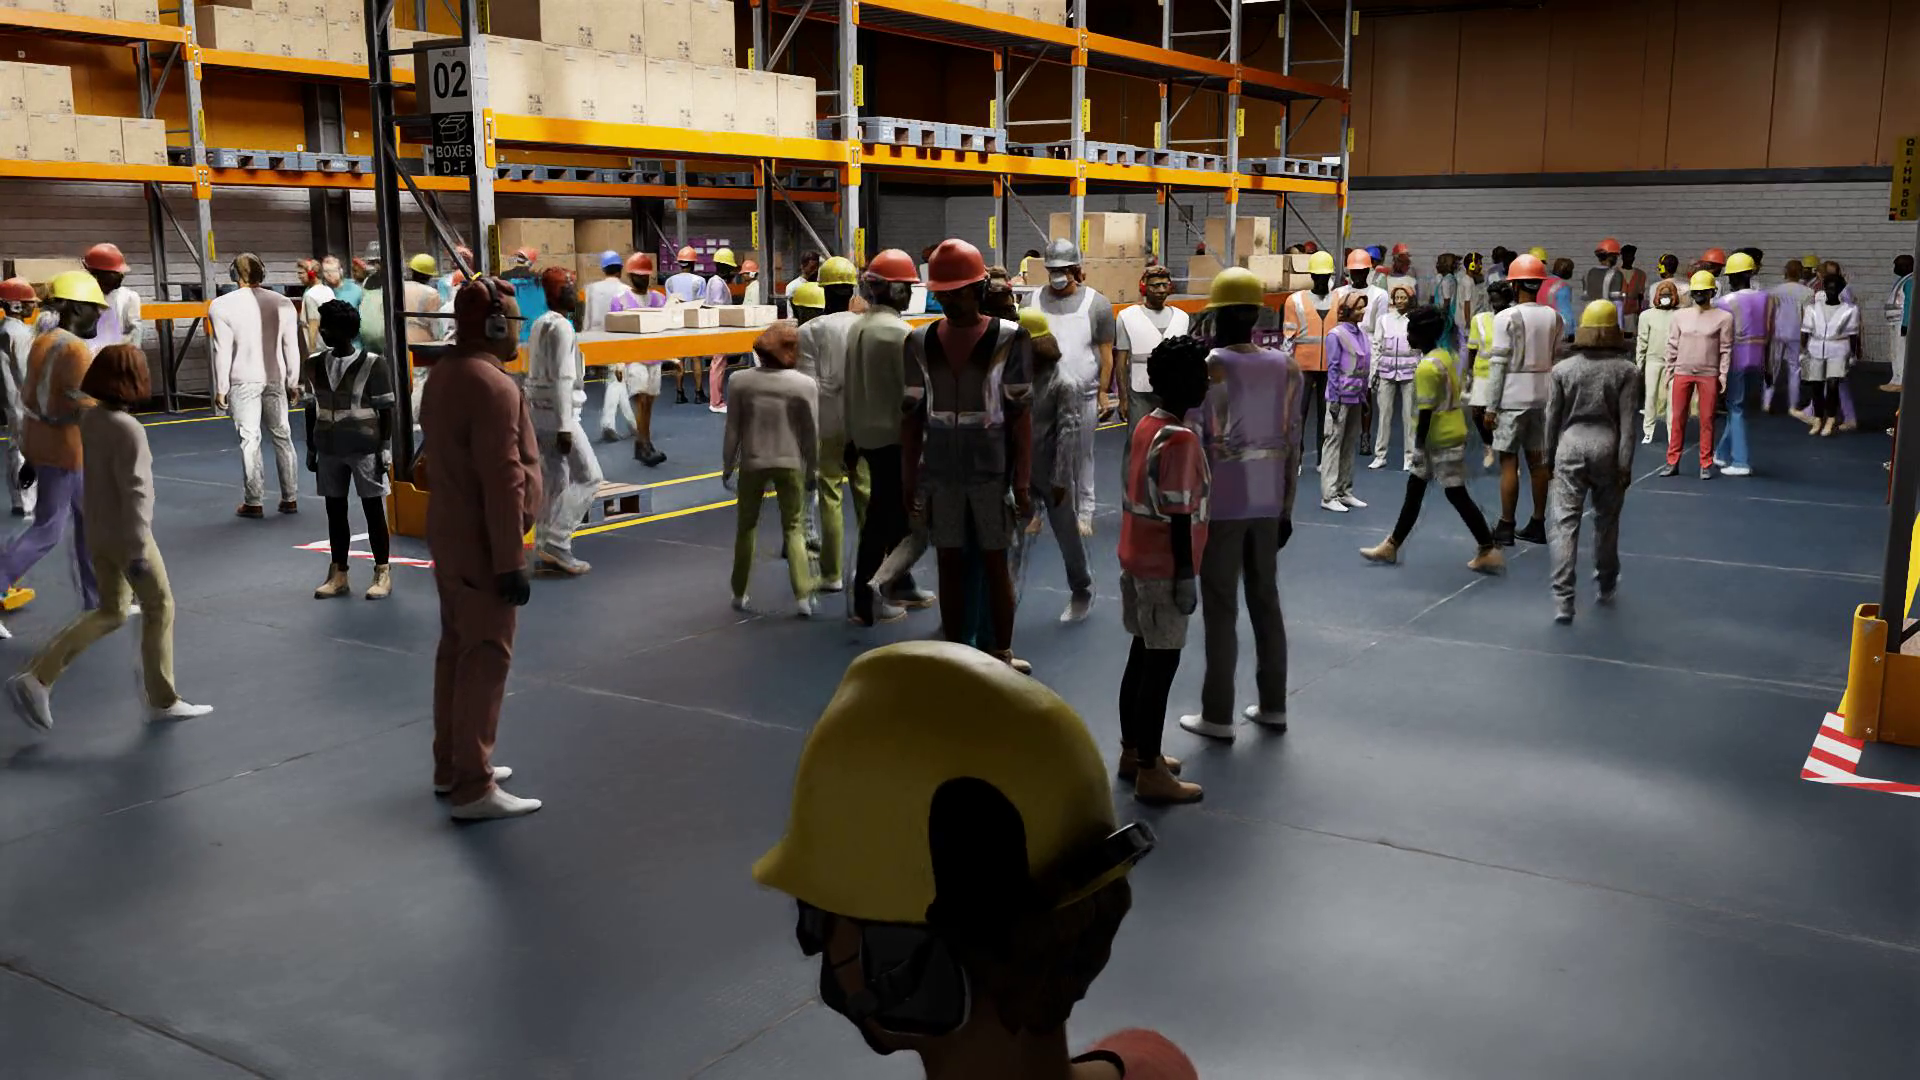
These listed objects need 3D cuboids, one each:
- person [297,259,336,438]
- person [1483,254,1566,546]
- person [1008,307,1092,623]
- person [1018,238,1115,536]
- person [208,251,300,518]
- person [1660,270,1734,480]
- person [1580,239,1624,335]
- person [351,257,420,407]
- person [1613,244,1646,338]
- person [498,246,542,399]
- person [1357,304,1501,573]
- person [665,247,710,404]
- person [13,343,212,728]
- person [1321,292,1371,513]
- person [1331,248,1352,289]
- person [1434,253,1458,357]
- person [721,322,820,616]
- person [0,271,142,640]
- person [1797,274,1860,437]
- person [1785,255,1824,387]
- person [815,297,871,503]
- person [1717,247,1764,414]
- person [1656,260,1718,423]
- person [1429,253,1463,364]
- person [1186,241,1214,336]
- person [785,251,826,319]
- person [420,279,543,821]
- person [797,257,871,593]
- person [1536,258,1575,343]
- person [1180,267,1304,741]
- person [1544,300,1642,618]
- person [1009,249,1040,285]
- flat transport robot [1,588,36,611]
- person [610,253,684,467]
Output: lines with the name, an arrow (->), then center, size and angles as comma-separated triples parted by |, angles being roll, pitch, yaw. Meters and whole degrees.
person -> -6.492, -1.939, 16.956 | 0.382, 1.835, 0.570 | 0, 10, -1
person -> 3.725, -0.923, 11.072 | 0.546, 1.930, 0.390 | -4, 11, -23
person -> 0.407, -0.350, 8.571 | 0.497, 1.688, 0.943 | 8, 13, 37
person -> 0.689, -1.033, 11.353 | 0.689, 2.000, 0.537 | 2, 10, 13
person -> -5.139, -1.128, 12.166 | 0.353, 1.937, 0.635 | 10, 14, 44
person -> 6.255, -1.395, 14.125 | 0.529, 1.768, 0.312 | 7, 12, 33
person -> 7.855, -2.640, 20.318 | 0.447, 2.035, 0.661 | -5, 11, -25
person -> -6.608, -2.271, 18.795 | 0.574, 1.851, 0.938 | 10, 14, 43
person -> 10.016, -3.469, 25.101 | 0.599, 1.958, 0.377 | 1, 10, 7
person -> -5.568, -2.742, 21.111 | 0.680, 1.950, 0.446 | -4, 11, -19
person -> 2.926, -0.616, 10.149 | 0.861, 1.635, 0.571 | 4, 11, 20
person -> -3.351, -2.643, 20.560 | 0.545, 1.938, 0.361 | 2, 10, 12
person -> -3.496, 0.004, 6.791 | 0.514, 1.610, 0.666 | 8, 13, 39
person -> 2.903, -1.037, 12.485 | 0.310, 1.642, 0.514 | 9, 14, 40
person -> 6.649, -4.098, 28.773 | 0.575, 1.885, 0.355 | -5, 12, -27
person -> 6.508, -2.925, 22.381 | 0.340, 1.845, 0.512 | 4, 11, 22
person -> -1.032, -0.379, 8.983 | 0.545, 1.592, 0.517 | 0, 10, 0
person -> -4.773, -0.451, 8.610 | 0.858, 1.878, 0.605 | -8, 13, -37
person -> 8.894, -1.886, 17.087 | 0.536, 1.679, 0.654 | 10, 14, 44
person -> 11.714, -3.023, 23.002 | 0.403, 1.824, 0.599 | 1, 10, 8
person -> -0.838, -1.081, 12.879 | 0.507, 1.582, 0.850 | 7, 12, 34
person -> 9.076, -2.430, 19.368 | 0.447, 1.943, 0.606 | 2, 10, 10
person -> 8.041, -2.167, 18.302 | 0.778, 1.804, 0.572 | 9, 13, 40
person -> 6.843, -3.107, 23.411 | 0.503, 1.840, 0.340 | 1, 10, 7
person -> 4.223, -4.197, 28.958 | 0.616, 2.024, 0.855 | 2, 11, 13
person -> -1.645, -2.196, 18.185 | 0.413, 1.907, 0.595 | 9, 14, 41
person -> -1.694, 0.029, 5.925 | 0.428, 1.891, 0.652 | -6, 12, -30
person -> -0.693, -0.661, 9.607 | 0.595, 1.925, 0.370 | -7, 12, -34
person -> 7.528, -2.636, 20.929 | 0.648, 1.803, 0.654 | -2, 10, -10
person -> 1.123, -0.150, 6.832 | 0.587, 1.908, 0.457 | -5, 11, -24
person -> 3.428, -0.448, 9.049 | 0.502, 1.687, 0.941 | 6, 12, 31
person -> 0.863, -2.581, 20.313 | 0.585, 1.910, 0.392 | -2, 10, -9
flat transport robot -> -5.466, 0.362, 8.532 | 0.652, 0.197, 1.431 | 0, 10, 0
person -> -2.806, -1.612, 14.974 | 0.555, 1.911, 0.765 | -8, 13, -38
